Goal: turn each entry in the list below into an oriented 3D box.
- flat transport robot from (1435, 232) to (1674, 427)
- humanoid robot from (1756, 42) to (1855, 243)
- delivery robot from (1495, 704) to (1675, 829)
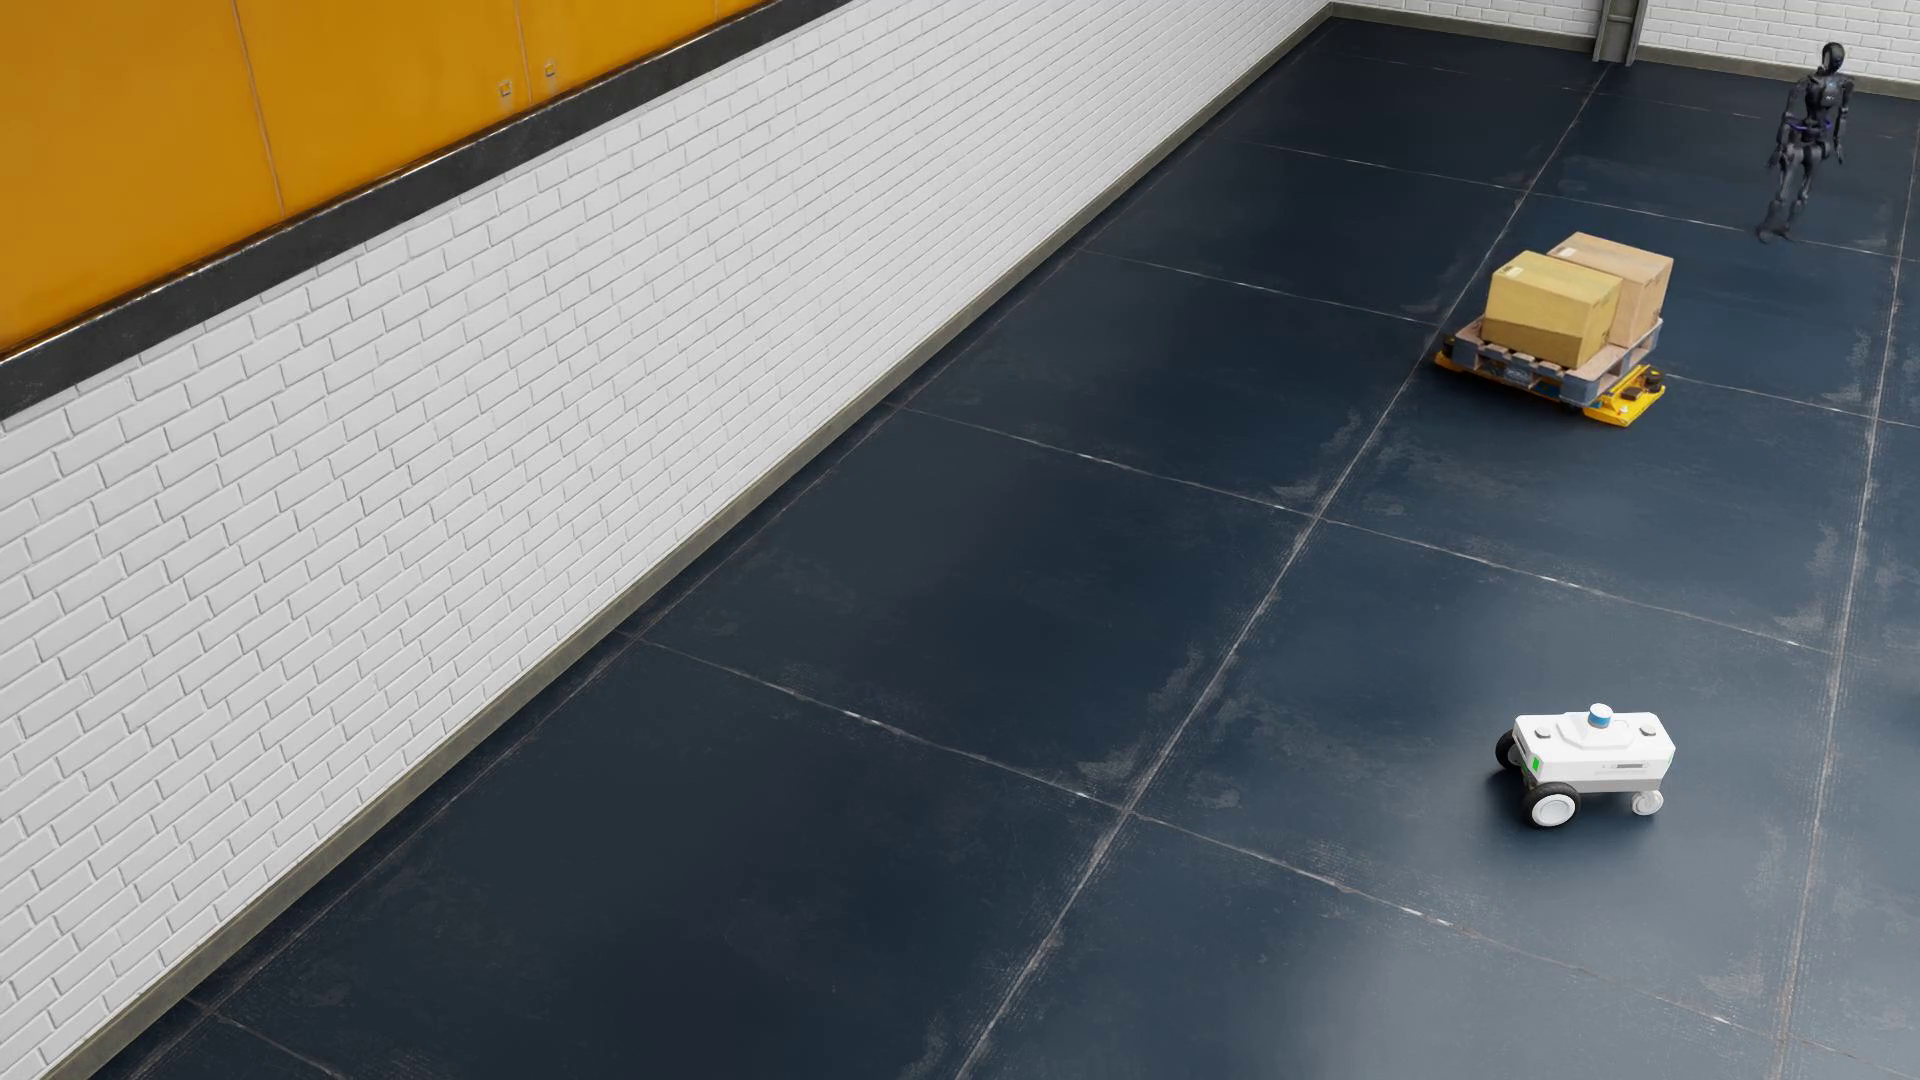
[{"bbox_3d":[4.179,-1.216,11.786,1.431,0.231,0.659,26,42,33],"label":"flat transport robot"},{"bbox_3d":[6.884,-3.221,13.510,0.606,1.652,0.311,-4,34,-5],"label":"humanoid robot"},{"bbox_3d":[3.052,1.068,8.142,0.794,0.606,0.499,-1,34,-2],"label":"delivery robot"}]
